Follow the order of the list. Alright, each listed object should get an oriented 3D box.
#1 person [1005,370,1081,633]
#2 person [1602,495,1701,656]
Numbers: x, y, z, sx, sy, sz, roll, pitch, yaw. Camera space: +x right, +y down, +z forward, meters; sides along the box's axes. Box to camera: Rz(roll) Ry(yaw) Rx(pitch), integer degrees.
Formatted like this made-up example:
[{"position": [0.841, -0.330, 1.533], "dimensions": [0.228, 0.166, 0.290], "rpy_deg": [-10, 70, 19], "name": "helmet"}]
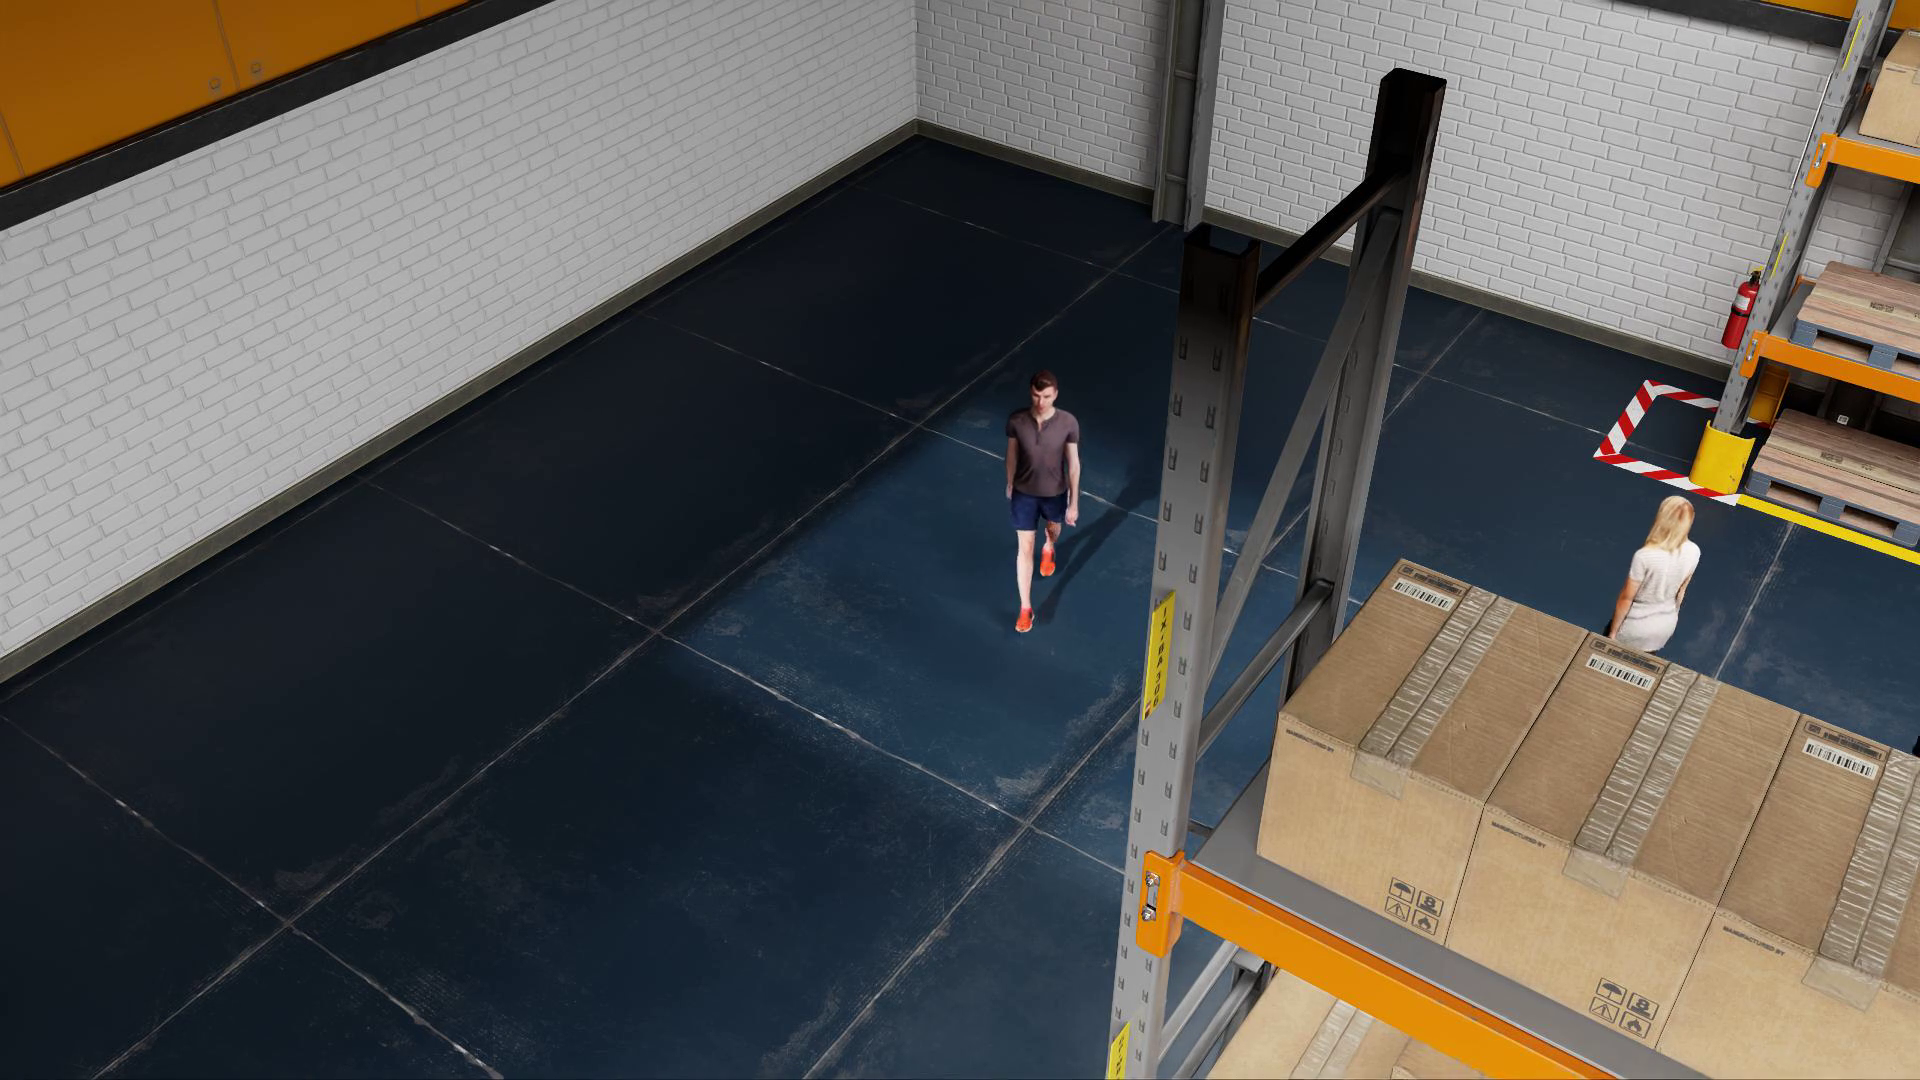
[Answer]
[{"position": [0.565, -0.371, 11.056], "dimensions": [1.249, 1.800, 1.104], "rpy_deg": [5, 39, 6], "name": "person"}, {"position": [4.109, 0.566, 9.873], "dimensions": [0.872, 1.813, 0.935], "rpy_deg": [-7, 39, -9], "name": "person"}]
